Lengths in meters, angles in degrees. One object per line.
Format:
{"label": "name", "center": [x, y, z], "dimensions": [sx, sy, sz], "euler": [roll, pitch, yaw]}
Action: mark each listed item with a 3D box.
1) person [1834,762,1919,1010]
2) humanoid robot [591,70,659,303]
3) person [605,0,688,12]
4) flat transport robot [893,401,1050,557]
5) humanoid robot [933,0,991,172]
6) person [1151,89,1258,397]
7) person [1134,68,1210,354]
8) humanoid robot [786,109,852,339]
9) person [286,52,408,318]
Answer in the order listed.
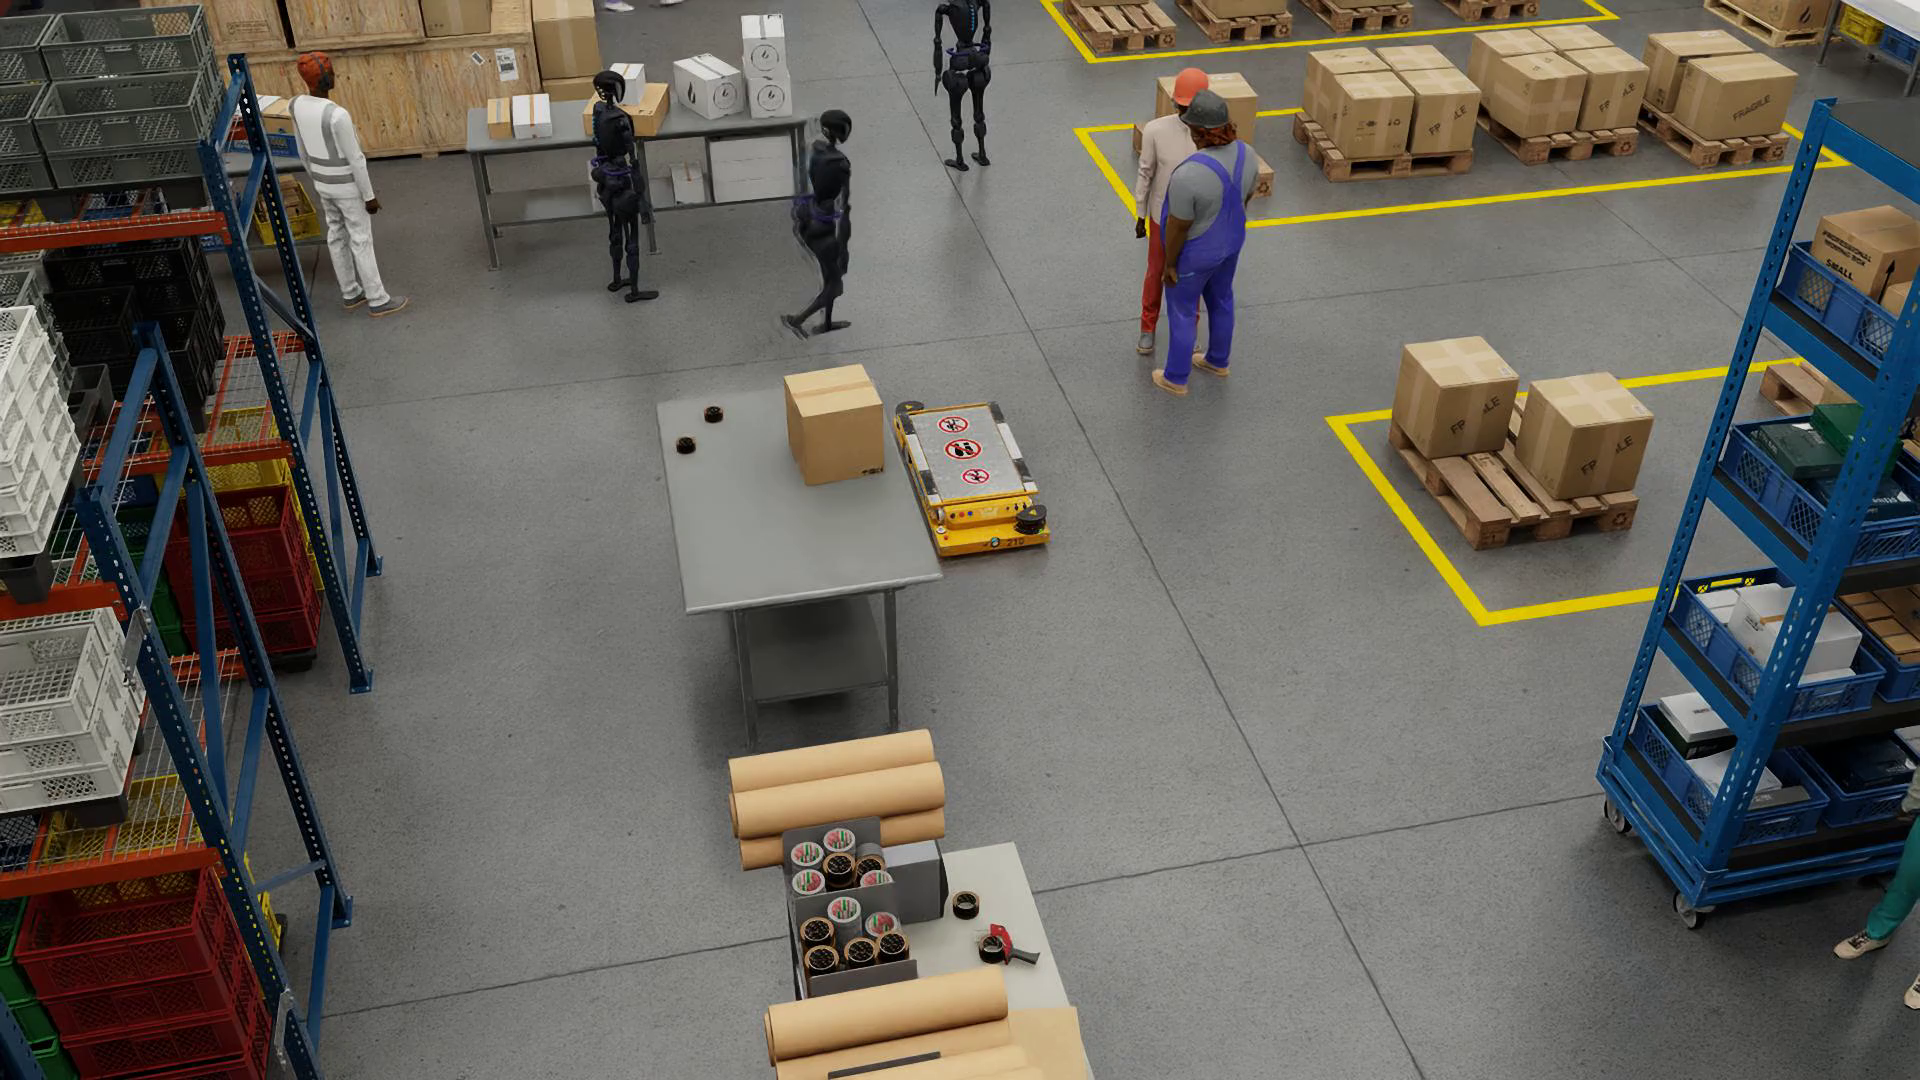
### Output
{"label": "person", "center": [4.051, 1.181, 6.711], "dimensions": [0.313, 1.767, 0.532], "euler": [-21, 42, -26]}
{"label": "humanoid robot", "center": [-2.393, -2.502, 11.725], "dimensions": [0.315, 1.656, 0.609], "euler": [-25, 43, -30]}
{"label": "person", "center": [-3.204, -6.188, 16.519], "dimensions": [0.966, 1.880, 0.602], "euler": [3, 37, 4]}
{"label": "flat transport robot", "center": [0.046, -0.430, 10.108], "dimensions": [0.652, 0.197, 1.431], "euler": [-8, 37, -10]}
{"label": "humanoid robot", "center": [0.032, -3.854, 13.558], "dimensions": [0.545, 1.648, 0.358], "euler": [-20, 41, -24]}
{"label": "person", "center": [1.517, -1.905, 10.632], "dimensions": [0.682, 2.000, 0.536], "euler": [-24, 43, -29]}
{"label": "person", "center": [1.464, -2.156, 11.006], "dimensions": [0.621, 1.992, 0.382], "euler": [1, 37, 1]}
{"label": "humanoid robot", "center": [-0.944, -2.091, 11.199], "dimensions": [0.518, 1.630, 0.591], "euler": [-18, 40, -22]}
{"label": "person", "center": [-4.258, -2.432, 11.470], "dimensions": [0.572, 1.883, 0.354], "euler": [20, 41, 25]}
